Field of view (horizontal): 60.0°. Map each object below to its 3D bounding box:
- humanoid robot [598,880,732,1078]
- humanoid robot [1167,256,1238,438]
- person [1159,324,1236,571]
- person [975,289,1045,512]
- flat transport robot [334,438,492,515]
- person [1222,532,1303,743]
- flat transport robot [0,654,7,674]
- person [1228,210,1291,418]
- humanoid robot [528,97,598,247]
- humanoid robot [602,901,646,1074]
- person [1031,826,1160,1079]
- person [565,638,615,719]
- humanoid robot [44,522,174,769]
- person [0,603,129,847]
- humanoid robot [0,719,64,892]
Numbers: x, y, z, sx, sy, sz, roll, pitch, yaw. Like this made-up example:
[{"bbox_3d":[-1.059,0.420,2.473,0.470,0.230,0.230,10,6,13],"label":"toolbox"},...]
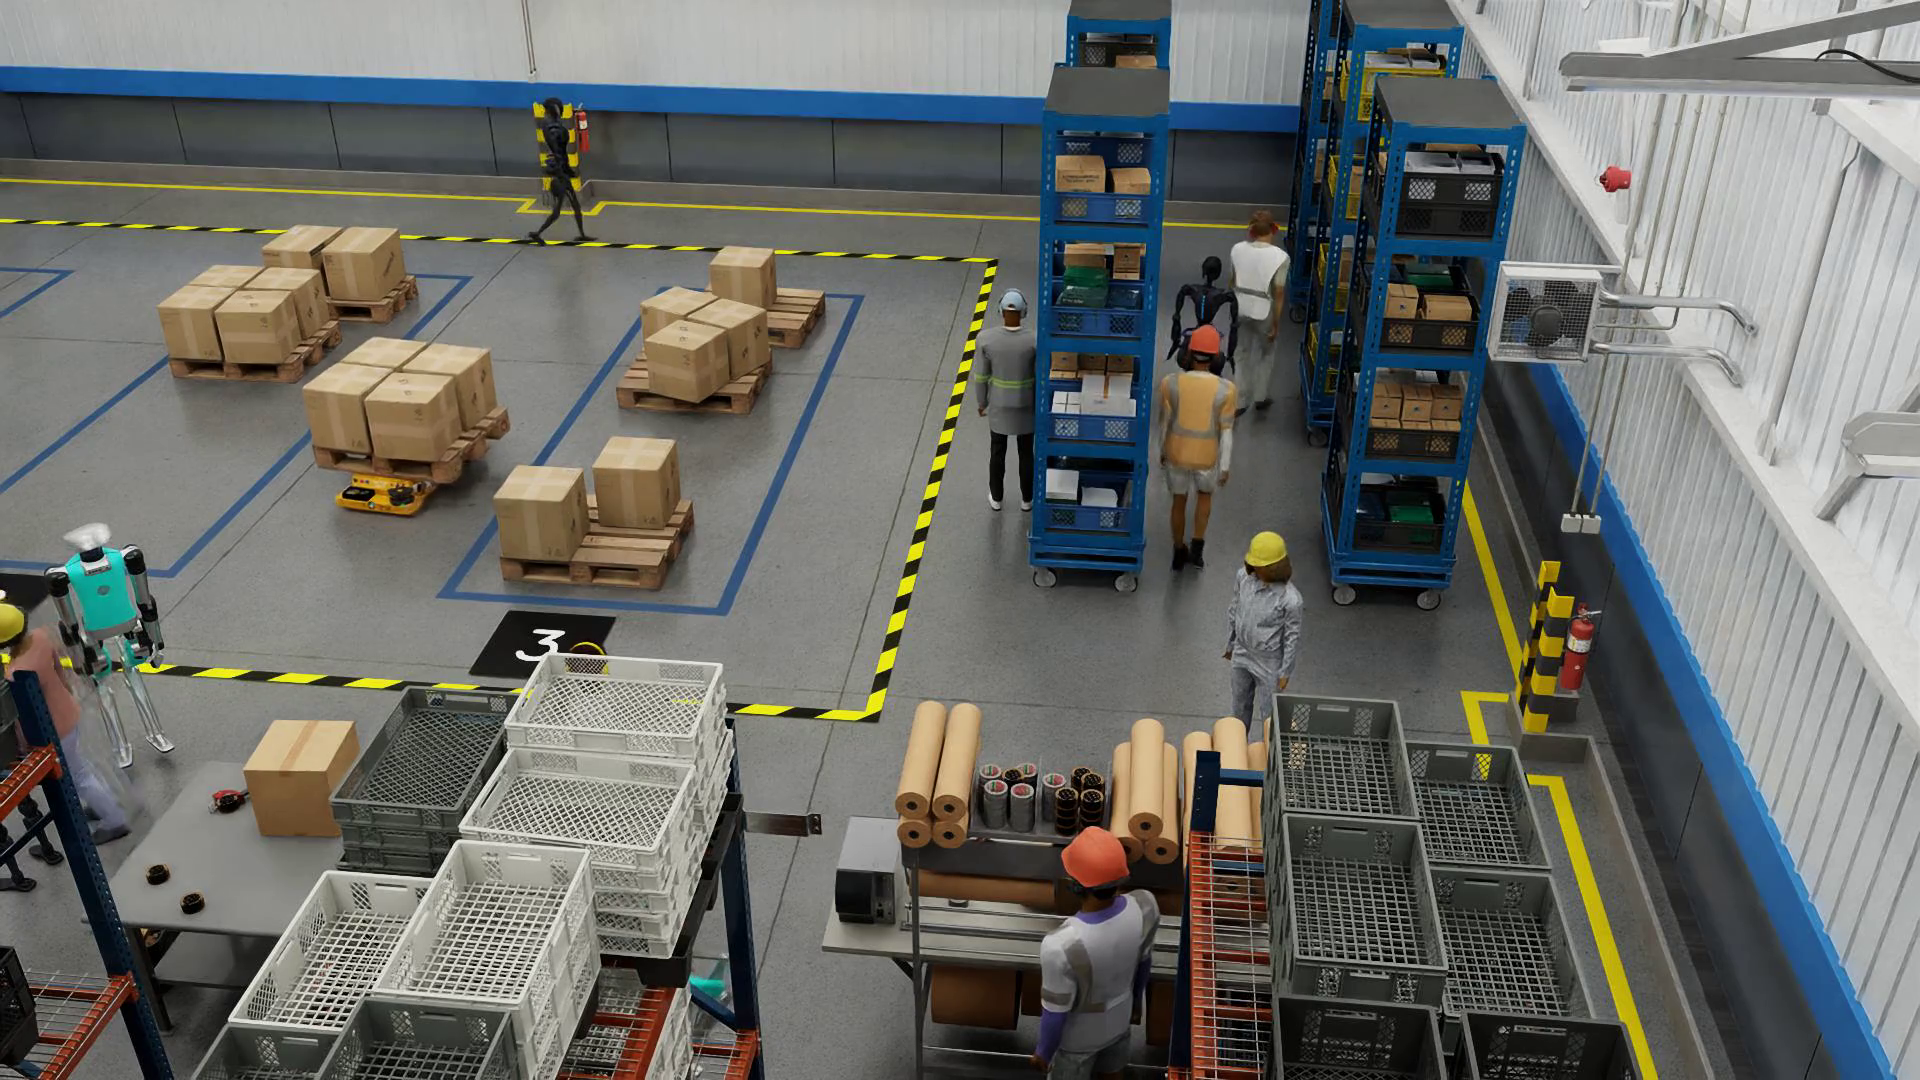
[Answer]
[{"bbox_3d":[-1.362,1.985,7.895,0.738,1.884,0.555,-16,34,-26],"label":"humanoid robot"},{"bbox_3d":[2.042,-1.617,14.045,0.596,1.654,0.351,11,32,18],"label":"humanoid robot"},{"bbox_3d":[1.710,-0.650,12.168,0.546,1.907,0.477,6,31,11],"label":"person"},{"bbox_3d":[0.412,-1.084,12.965,0.587,1.850,0.388,3,30,5],"label":"person"},{"bbox_3d":[-4.502,-0.658,13.776,0.652,0.197,1.431,7,31,12],"label":"flat transport robot"},{"bbox_3d":[1.781,0.712,9.985,0.309,1.740,0.493,-24,38,-35],"label":"person"},{"bbox_3d":[-7.142,0.969,11.010,1.431,0.231,0.659,3,30,6],"label":"flat transport robot"},{"bbox_3d":[2.560,-1.958,14.508,0.577,1.802,0.645,18,35,28],"label":"person"},{"bbox_3d":[-4.441,-4.039,18.244,0.722,1.642,0.597,-3,30,-4],"label":"humanoid robot"},{"bbox_3d":[-1.756,1.859,8.124,0.586,1.669,0.600,2,30,3],"label":"humanoid robot"},{"bbox_3d":[0.562,2.092,7.318,0.613,2.042,0.370,-21,36,-31],"label":"person"},{"bbox_3d":[-1.878,1.337,8.792,0.517,1.864,0.336,-7,31,-12],"label":"person"},{"bbox_3d":[-5.168,0.568,10.100,0.533,1.681,0.735,-21,36,-32],"label":"humanoid robot"},{"bbox_3d":[-5.130,1.055,9.405,0.423,1.734,0.557,-8,31,-13],"label":"person"},{"bbox_3d":[-5.406,1.213,9.177,0.315,1.655,0.599,9,31,16],"label":"humanoid robot"}]
